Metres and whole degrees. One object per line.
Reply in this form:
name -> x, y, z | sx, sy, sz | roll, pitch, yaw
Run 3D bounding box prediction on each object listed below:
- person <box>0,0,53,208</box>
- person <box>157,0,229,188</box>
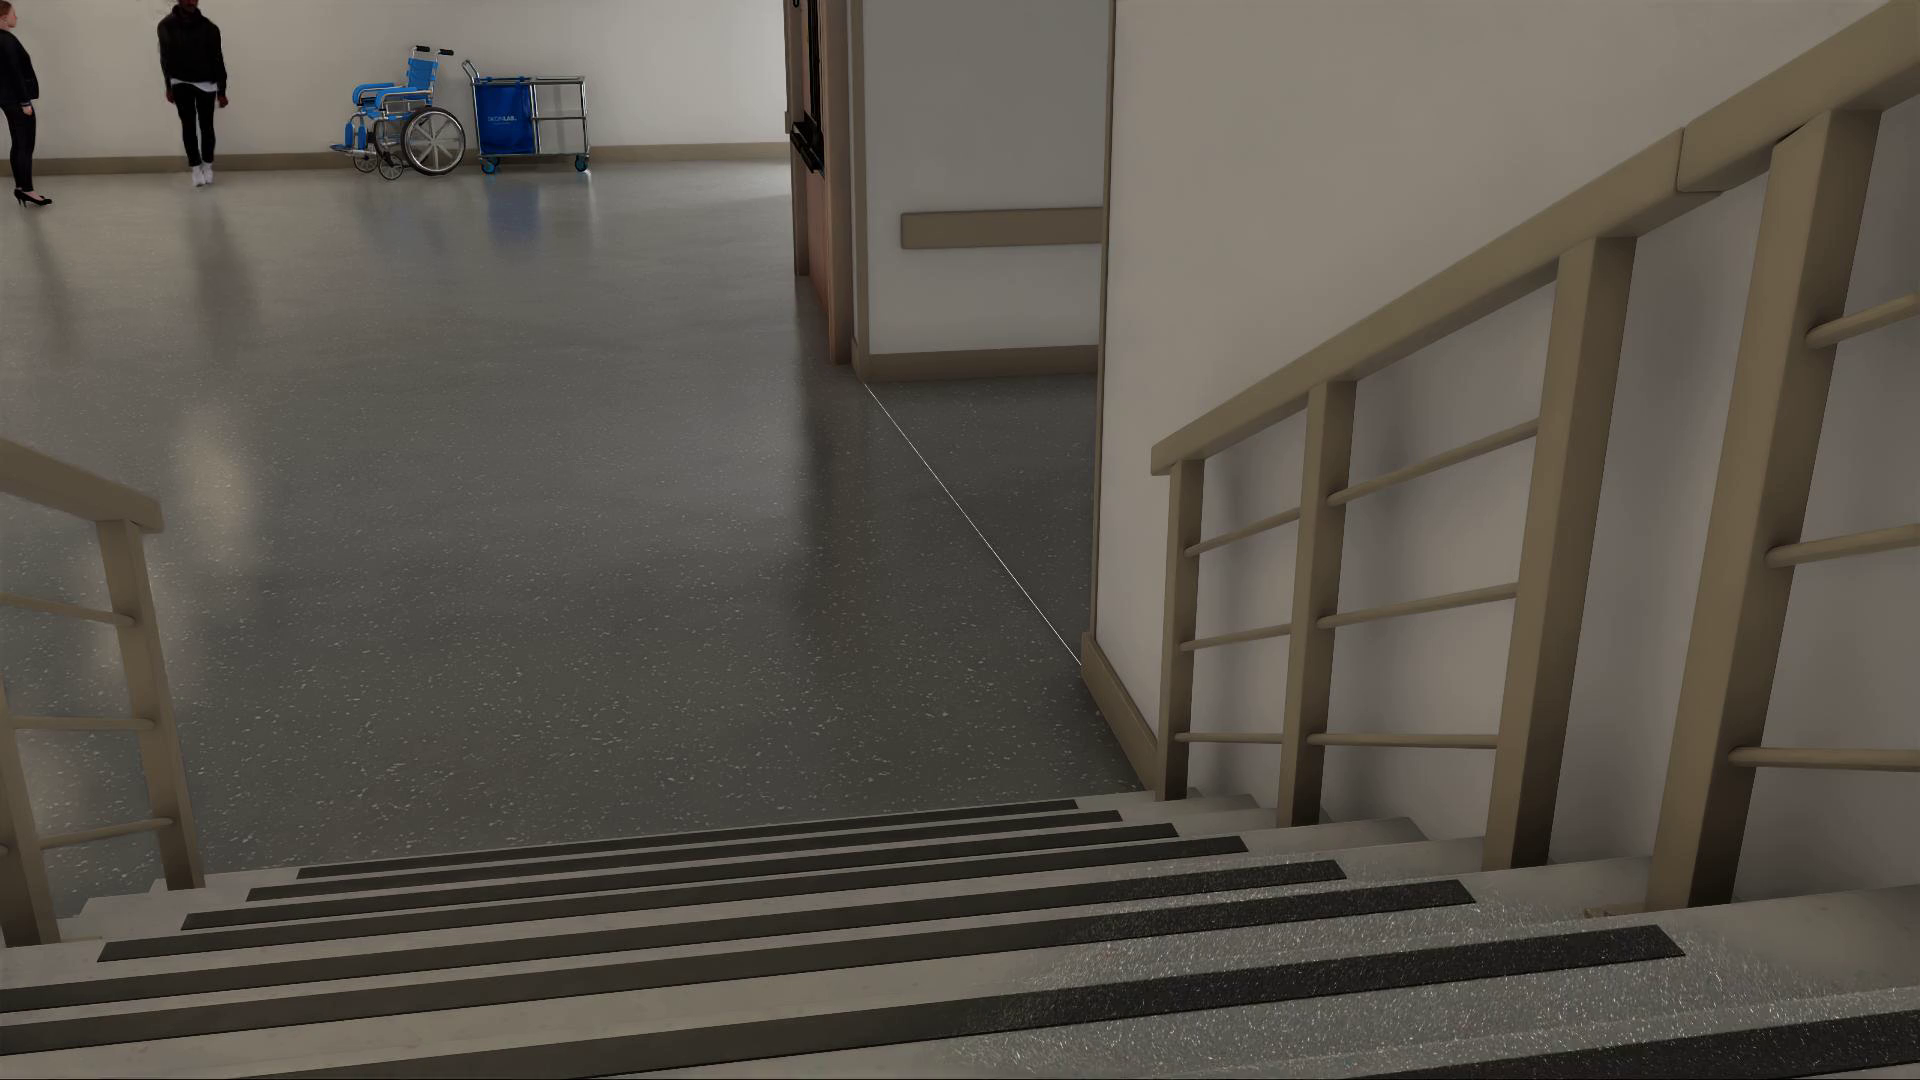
person -> -7.980, -3.681, 14.051 | 0.765, 1.683, 0.665 | -18, 27, -39
person -> -6.914, -4.076, 14.977 | 0.799, 1.766, 0.994 | -5, 21, -13
